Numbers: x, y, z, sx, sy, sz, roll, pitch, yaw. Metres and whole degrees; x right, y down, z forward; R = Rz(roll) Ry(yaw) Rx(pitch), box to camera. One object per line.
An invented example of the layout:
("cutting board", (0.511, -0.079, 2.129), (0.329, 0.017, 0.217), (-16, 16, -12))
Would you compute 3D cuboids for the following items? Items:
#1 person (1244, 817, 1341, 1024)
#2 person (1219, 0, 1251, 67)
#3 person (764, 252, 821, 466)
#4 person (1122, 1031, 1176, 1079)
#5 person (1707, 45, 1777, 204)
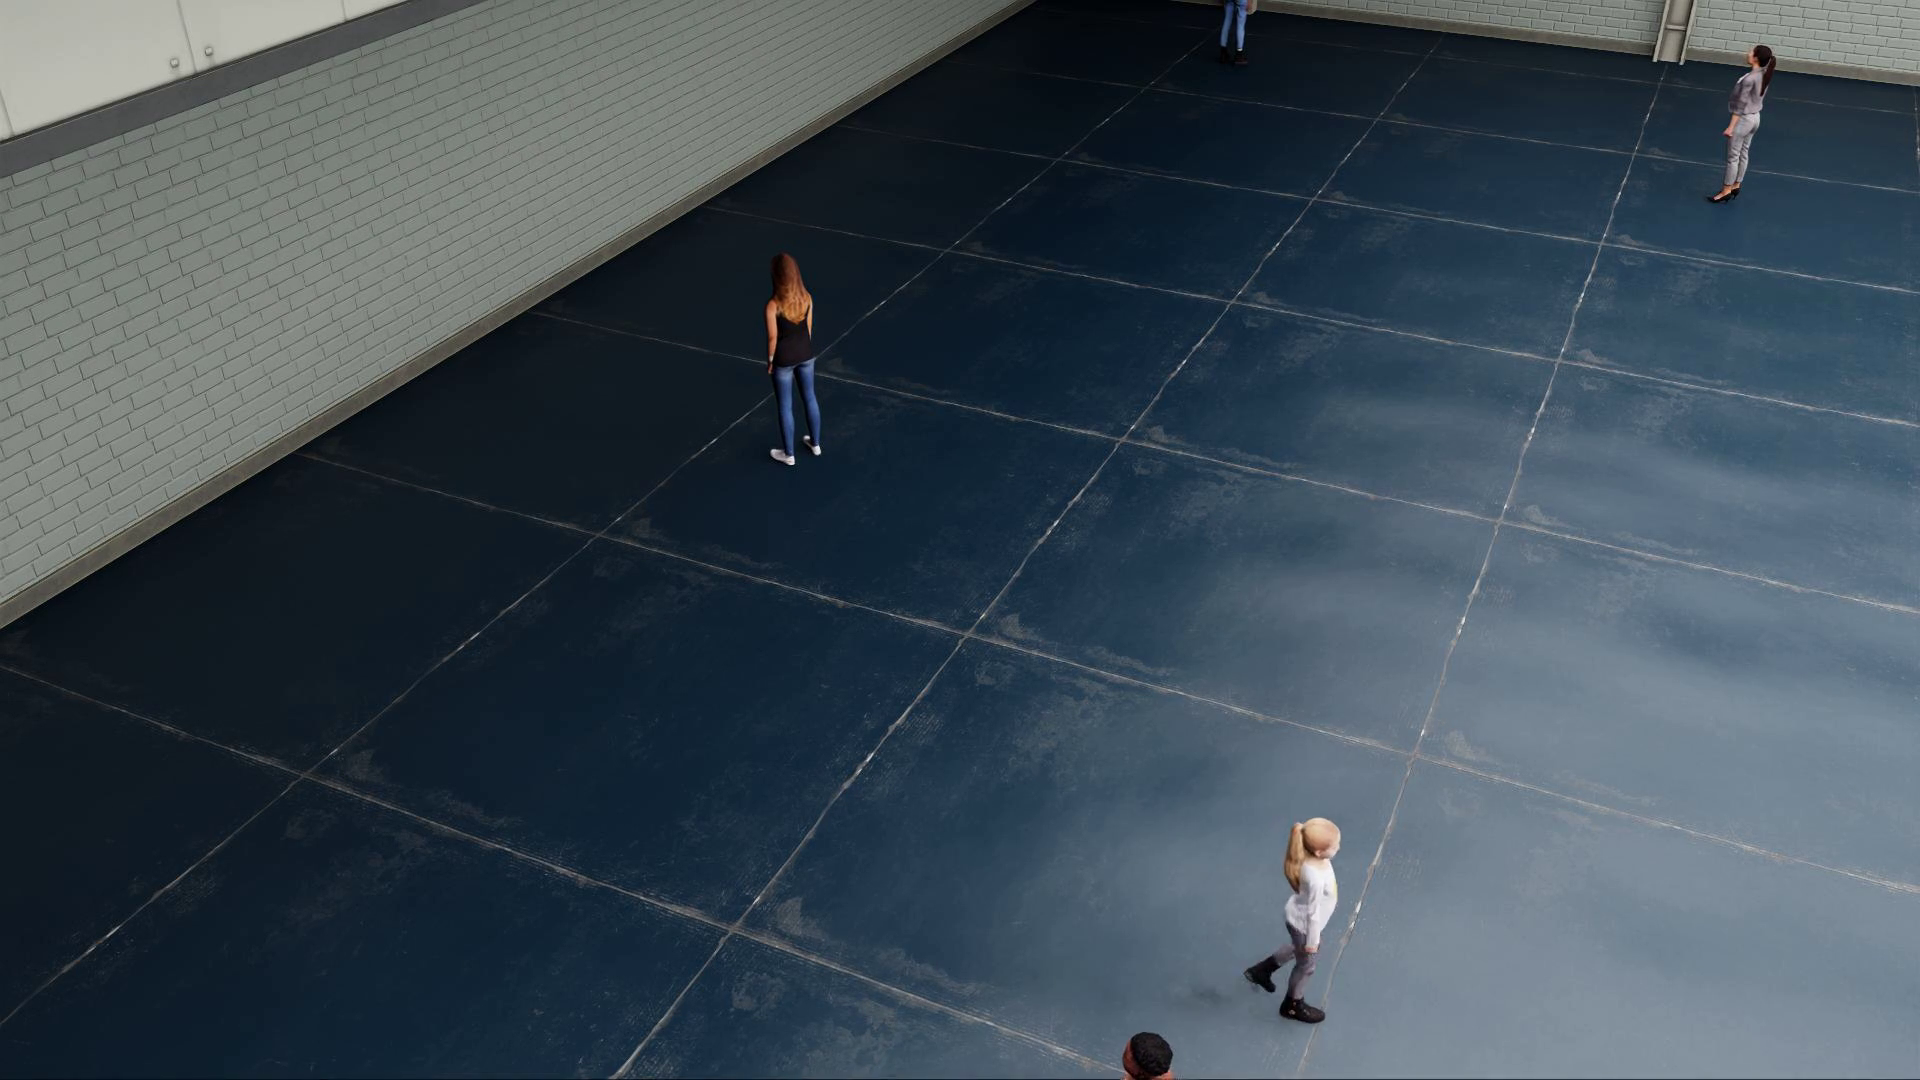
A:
("person", (1.621, 1.844, 8.100), (0.700, 1.273, 0.587), (4, 32, 6))
("person", (3.642, -7.147, 21.951), (0.581, 1.701, 0.704), (27, 41, 36))
("person", (-1.294, -1.398, 12.818), (0.673, 1.721, 0.667), (-23, 39, -32))
("person", (0.778, 2.536, 7.023), (0.599, 1.251, 0.588), (23, 39, 32))
("person", (8.306, -4.402, 17.620), (0.710, 1.678, 0.722), (-24, 40, -33))
